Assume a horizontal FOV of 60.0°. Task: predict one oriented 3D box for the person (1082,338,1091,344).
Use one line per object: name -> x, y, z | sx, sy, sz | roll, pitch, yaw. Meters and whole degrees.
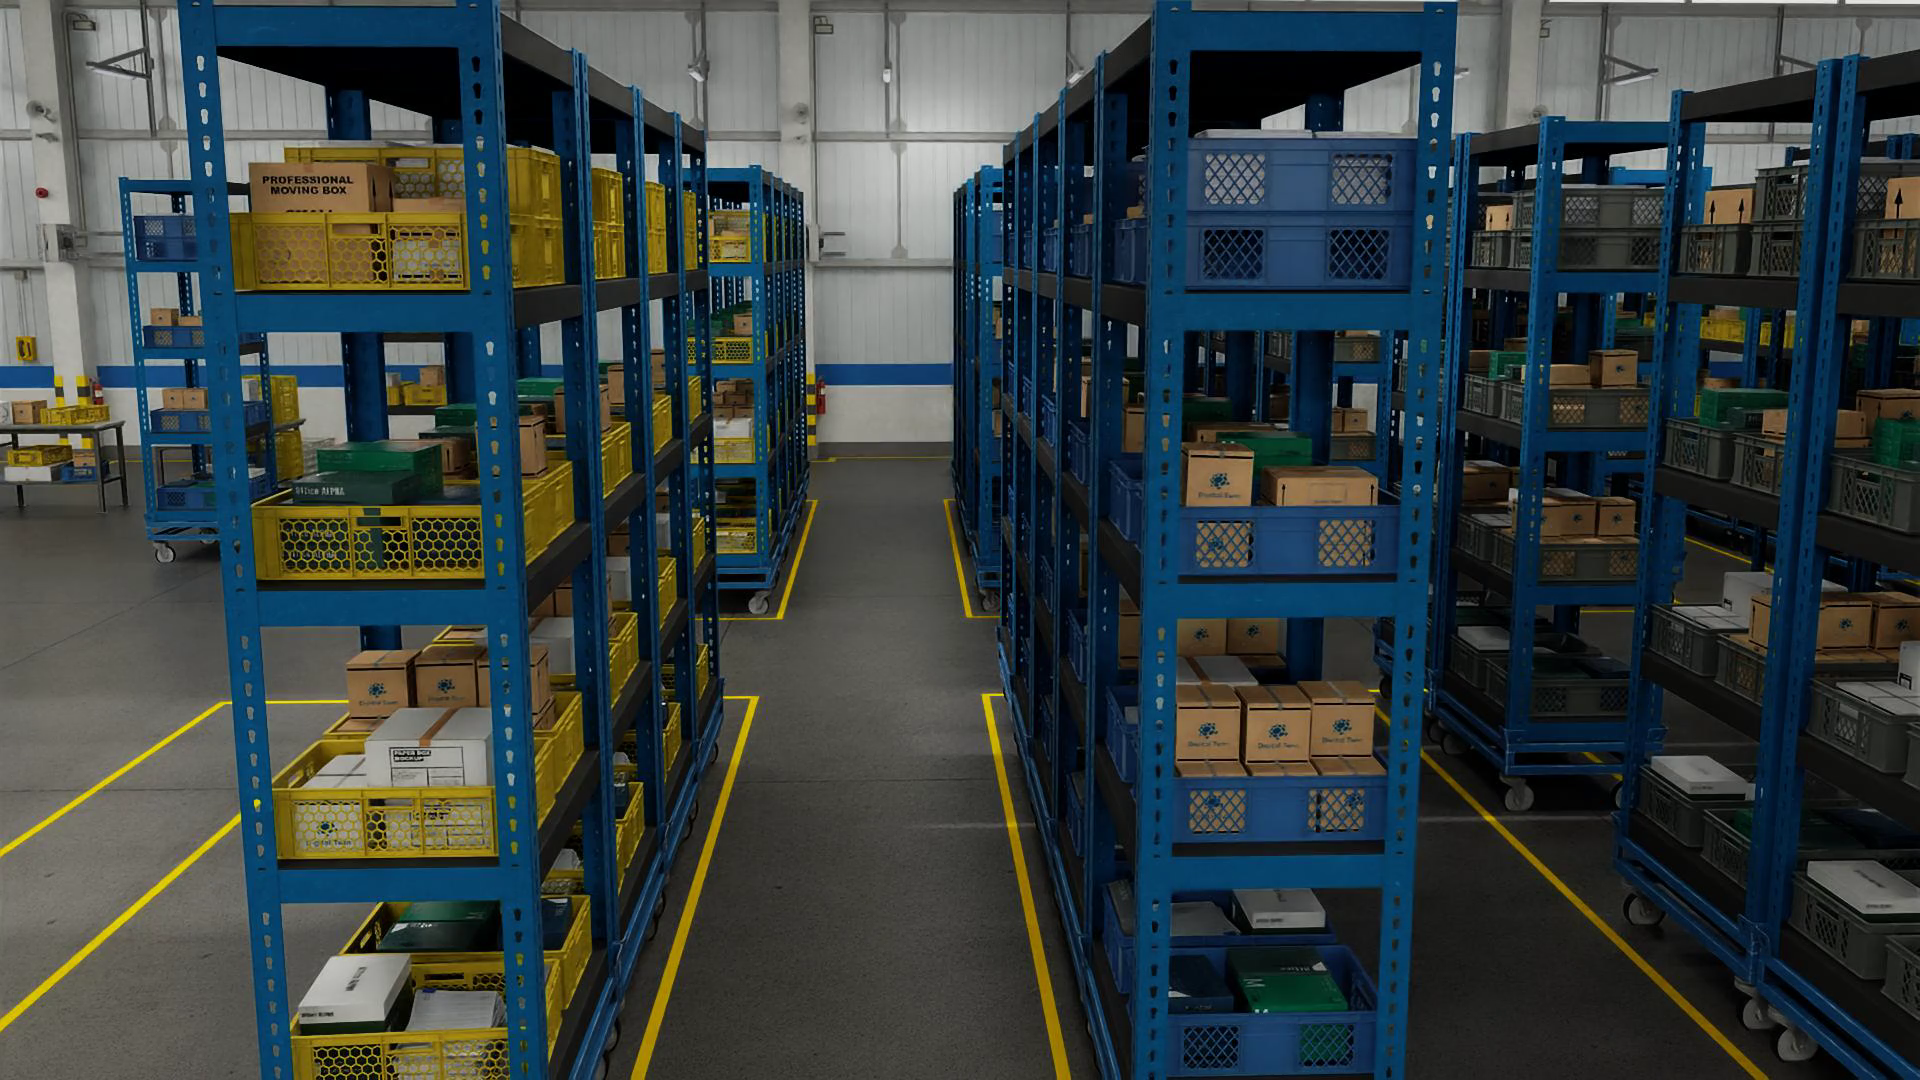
person -> 1.576, -1.728, 21.648 | 0.794, 1.825, 0.578 | -1, 10, -3
